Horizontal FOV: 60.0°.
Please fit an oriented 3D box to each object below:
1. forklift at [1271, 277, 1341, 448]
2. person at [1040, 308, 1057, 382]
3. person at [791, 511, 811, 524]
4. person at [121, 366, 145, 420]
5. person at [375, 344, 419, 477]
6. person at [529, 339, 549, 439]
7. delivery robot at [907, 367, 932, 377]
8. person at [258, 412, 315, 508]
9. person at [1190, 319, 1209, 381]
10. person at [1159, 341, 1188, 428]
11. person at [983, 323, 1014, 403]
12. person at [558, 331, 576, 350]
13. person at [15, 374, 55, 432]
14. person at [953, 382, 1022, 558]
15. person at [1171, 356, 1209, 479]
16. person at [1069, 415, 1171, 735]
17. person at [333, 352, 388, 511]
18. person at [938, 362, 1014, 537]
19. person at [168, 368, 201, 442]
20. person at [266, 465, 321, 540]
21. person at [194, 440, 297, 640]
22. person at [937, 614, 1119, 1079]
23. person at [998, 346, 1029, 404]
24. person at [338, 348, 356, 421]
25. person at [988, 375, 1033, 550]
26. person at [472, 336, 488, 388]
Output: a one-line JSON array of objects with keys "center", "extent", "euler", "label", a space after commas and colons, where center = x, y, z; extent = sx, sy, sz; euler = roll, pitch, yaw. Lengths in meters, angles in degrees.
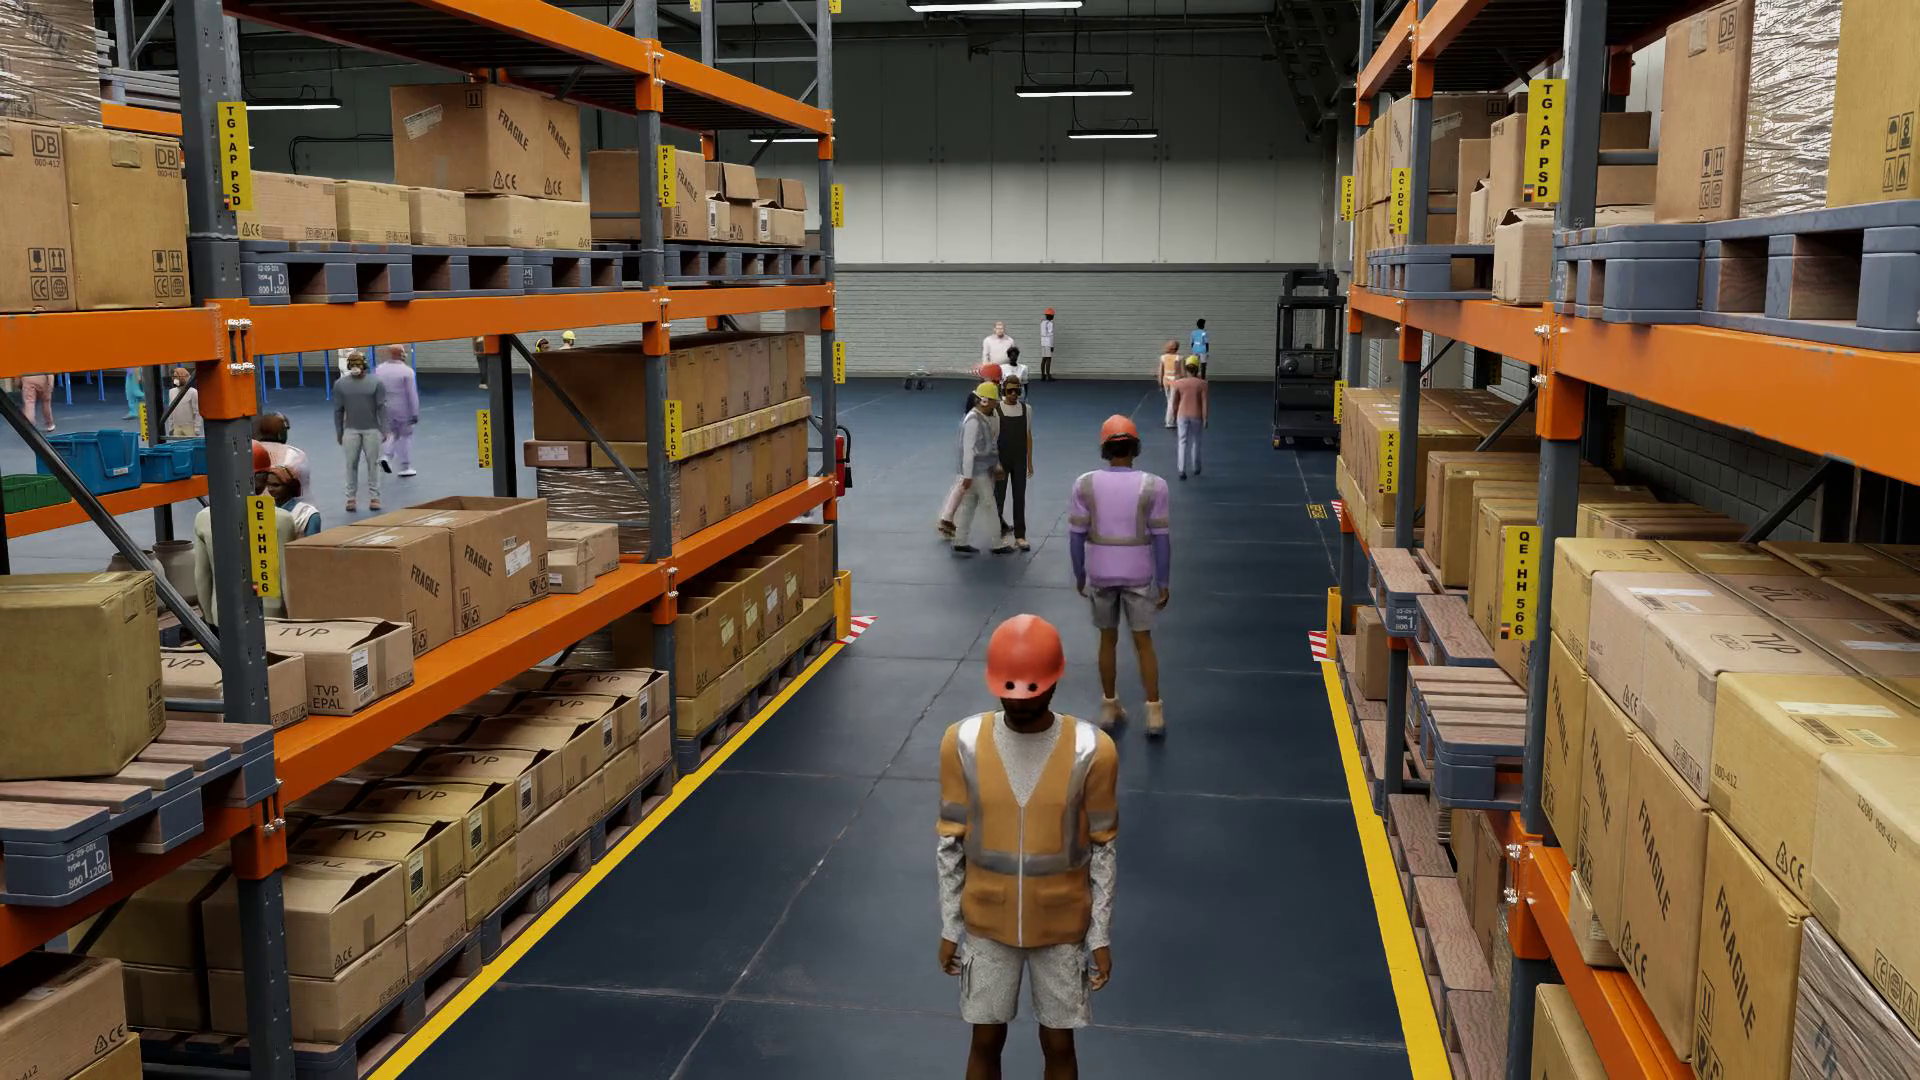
[{"center": [5.847, -3.016, 27.970], "extent": [1.129, 2.768, 1.873], "euler": [1, 9, 9], "label": "forklift"}, {"center": [2.345, -5.182, 44.095], "extent": [0.379, 1.937, 0.548], "euler": [-4, 10, -24], "label": "person"}, {"center": [-2.093, -0.949, 19.034], "extent": [0.838, 1.587, 0.521], "euler": [-3, 10, -20], "label": "person"}, {"center": [-16.242, -3.286, 32.833], "extent": [0.667, 1.809, 0.577], "euler": [-8, 12, -41], "label": "person"}, {"center": [-7.987, -1.849, 23.676], "extent": [0.665, 1.892, 0.449], "euler": [3, 10, 19], "label": "person"}, {"center": [-6.469, -2.195, 25.882], "extent": [0.329, 1.872, 0.507], "euler": [5, 10, 27], "label": "person"}, {"center": [-0.996, -4.176, 41.184], "extent": [0.335, 0.223, 0.698], "euler": [8, 12, 42], "label": "delivery robot"}, {"center": [-5.364, -0.094, 13.083], "extent": [0.625, 1.823, 0.454], "euler": [0, 9, -3], "label": "person"}, {"center": [6.143, -4.810, 42.540], "extent": [0.537, 1.696, 0.317], "euler": [7, 12, 39], "label": "person"}, {"center": [4.023, -2.899, 31.028], "extent": [0.521, 1.611, 0.749], "euler": [8, 12, 40], "label": "person"}, {"center": [0.786, -3.439, 33.583], "extent": [0.649, 1.862, 0.974], "euler": [0, 9, -2], "label": "person"}, {"center": [-7.539, -3.143, 32.068], "extent": [0.522, 1.761, 0.327], "euler": [8, 12, 42], "label": "person"}, {"center": [-16.603, -2.829, 29.857], "extent": [0.661, 1.861, 1.009], "euler": [-3, 10, -17], "label": "person"}, {"center": [0.298, -0.710, 16.977], "extent": [0.821, 1.782, 0.591], "euler": [1, 9, 6], "label": "person"}, {"center": [3.249, -1.738, 23.521], "extent": [0.538, 1.718, 0.902], "euler": [3, 10, 16], "label": "person"}, {"center": [1.010, 0.226, 10.531], "extent": [0.650, 2.009, 0.495], "euler": [2, 9, 13], "label": "person"}, {"center": [-7.344, -1.338, 20.404], "extent": [0.635, 1.937, 0.419], "euler": [-2, 9, -13], "label": "person"}, {"center": [0.163, -0.991, 18.300], "extent": [0.984, 1.935, 0.631], "euler": [-5, 10, -27], "label": "person"}, {"center": [-10.368, -1.487, 22.242], "extent": [0.497, 1.633, 0.285], "euler": [3, 10, 16], "label": "person"}, {"center": [-4.485, 0.313, 11.119], "extent": [0.521, 1.640, 0.307], "euler": [2, 9, 12], "label": "person"}, {"center": [-3.935, 0.434, 9.281], "extent": [0.612, 1.994, 0.394], "euler": [2, 9, 10], "label": "person"}, {"center": [0.199, 1.161, 5.030], "extent": [0.553, 1.936, 0.417], "euler": [1, 9, 9], "label": "person"}, {"center": [0.882, -2.351, 27.423], "extent": [0.535, 1.685, 0.362], "euler": [-2, 10, -15], "label": "person"}, {"center": [-11.893, -3.338, 32.423], "extent": [0.392, 2.035, 0.605], "euler": [-7, 12, -37], "label": "person"}, {"center": [0.522, -0.817, 17.482], "extent": [0.505, 1.841, 0.331], "euler": [-3, 10, -19], "label": "person"}, {"center": [-11.861, -4.783, 41.450], "extent": [0.709, 2.000, 0.536], "euler": [-9, 13, -44], "label": "person"}]
